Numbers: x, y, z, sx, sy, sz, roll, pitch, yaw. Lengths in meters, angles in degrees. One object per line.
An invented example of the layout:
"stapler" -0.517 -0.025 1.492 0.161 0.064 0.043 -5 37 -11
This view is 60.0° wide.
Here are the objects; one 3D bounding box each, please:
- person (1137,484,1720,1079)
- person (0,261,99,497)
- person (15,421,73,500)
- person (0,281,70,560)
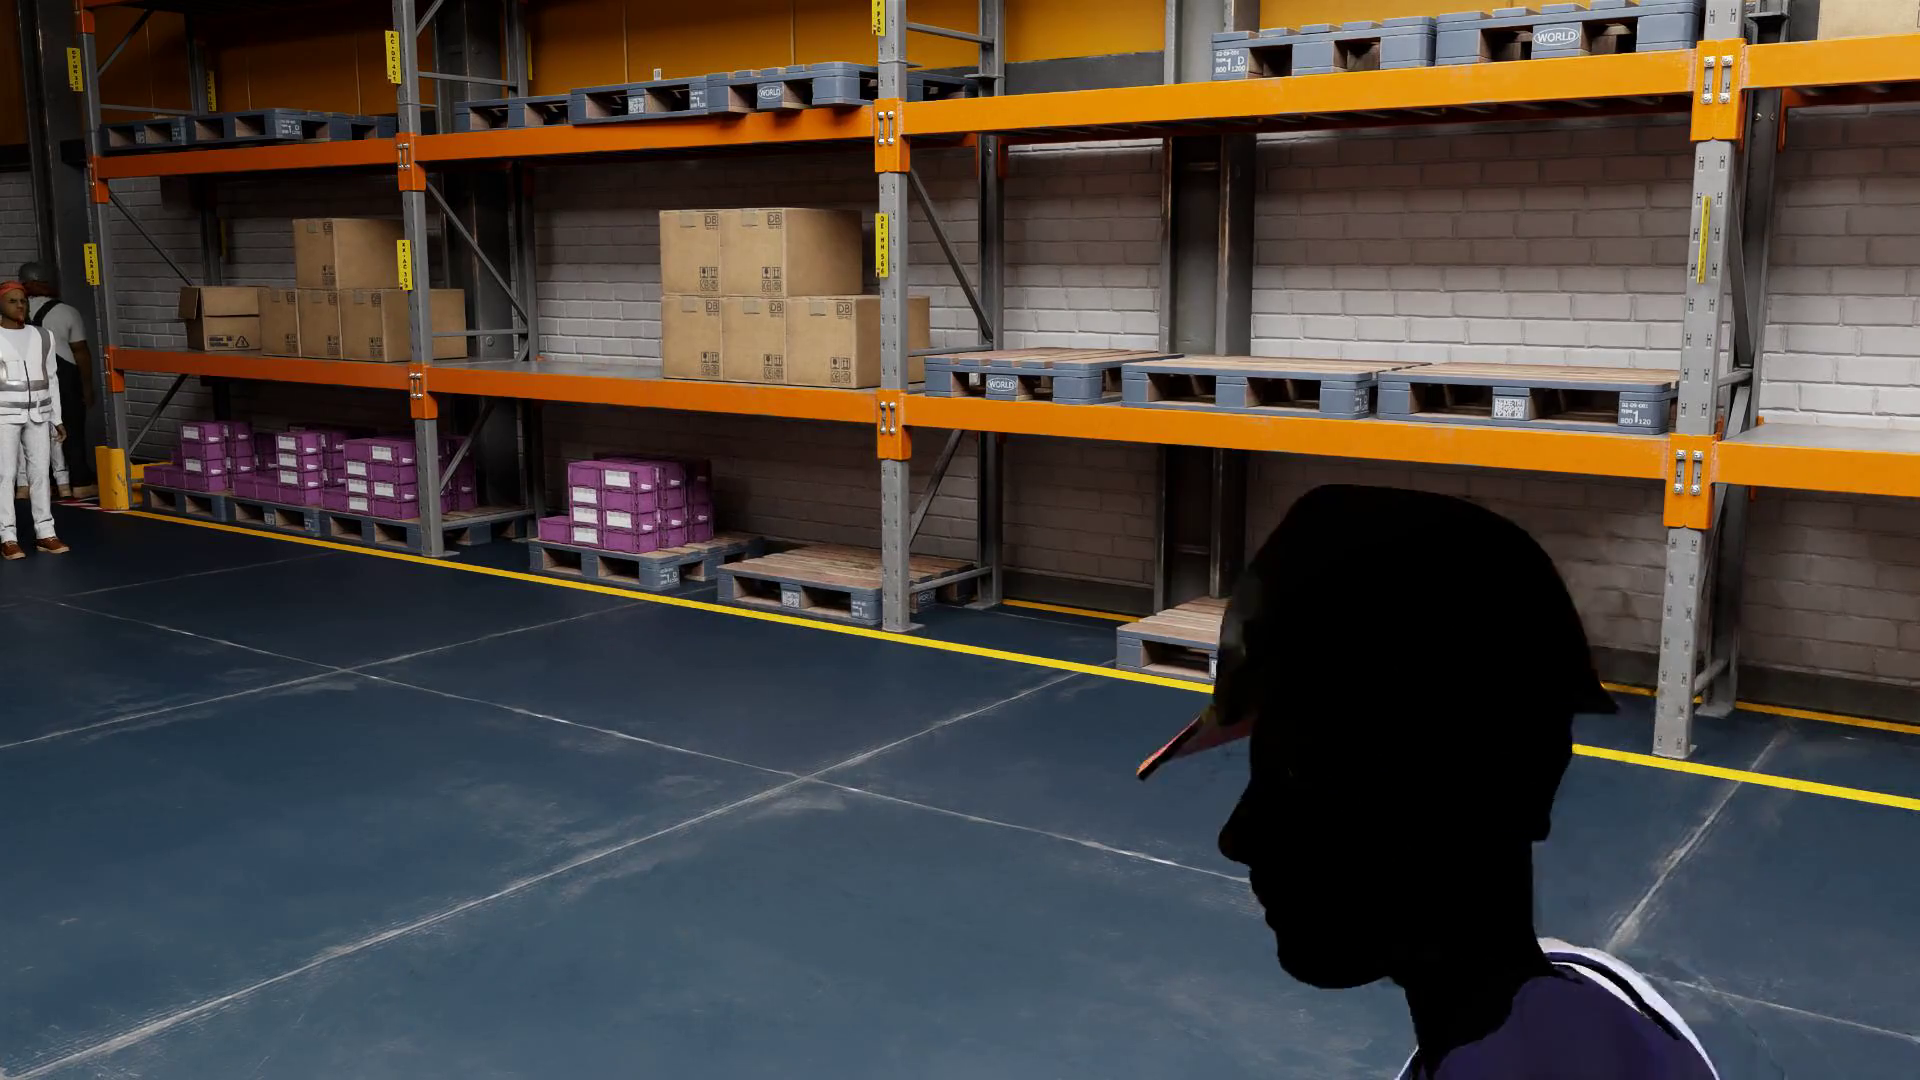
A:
"person" 0.389 0.902 1.045 0.590 1.914 0.572 2 10 13
"person" -7.782 -1.376 14.231 0.744 2.000 0.535 -2 10 -12
"person" -7.881 -1.271 14.194 0.626 1.846 0.429 -5 11 -28
"person" -6.422 -0.817 11.373 0.355 1.884 0.575 7 12 34
